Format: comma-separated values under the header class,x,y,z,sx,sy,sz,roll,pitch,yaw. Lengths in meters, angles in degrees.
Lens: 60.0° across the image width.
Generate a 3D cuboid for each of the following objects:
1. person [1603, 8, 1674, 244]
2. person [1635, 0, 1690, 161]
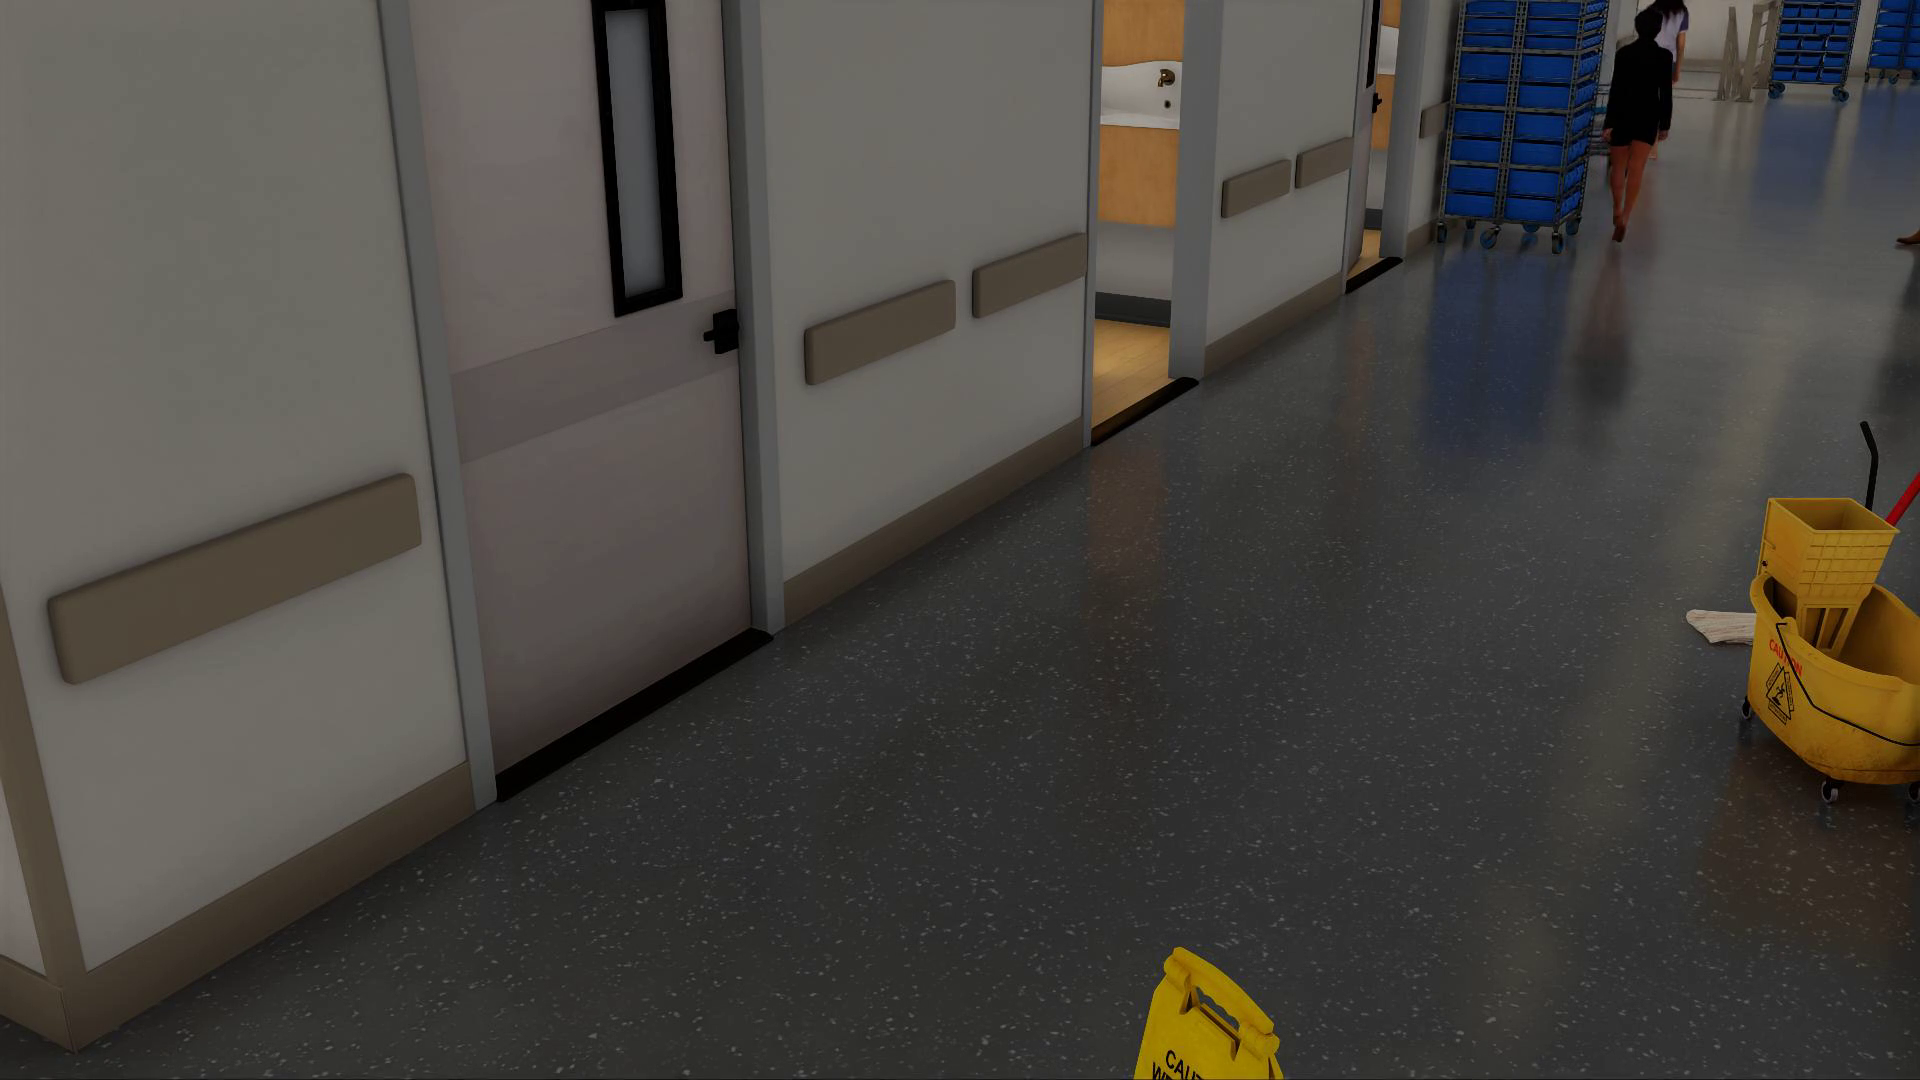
class,x,y,z,sx,sy,sz,roll,pitch,yaw
person,4.760,-2.868,11.741,0.643,1.586,1.056,9,23,23
person,6.609,-4.424,15.721,0.956,1.676,1.177,0,21,1
